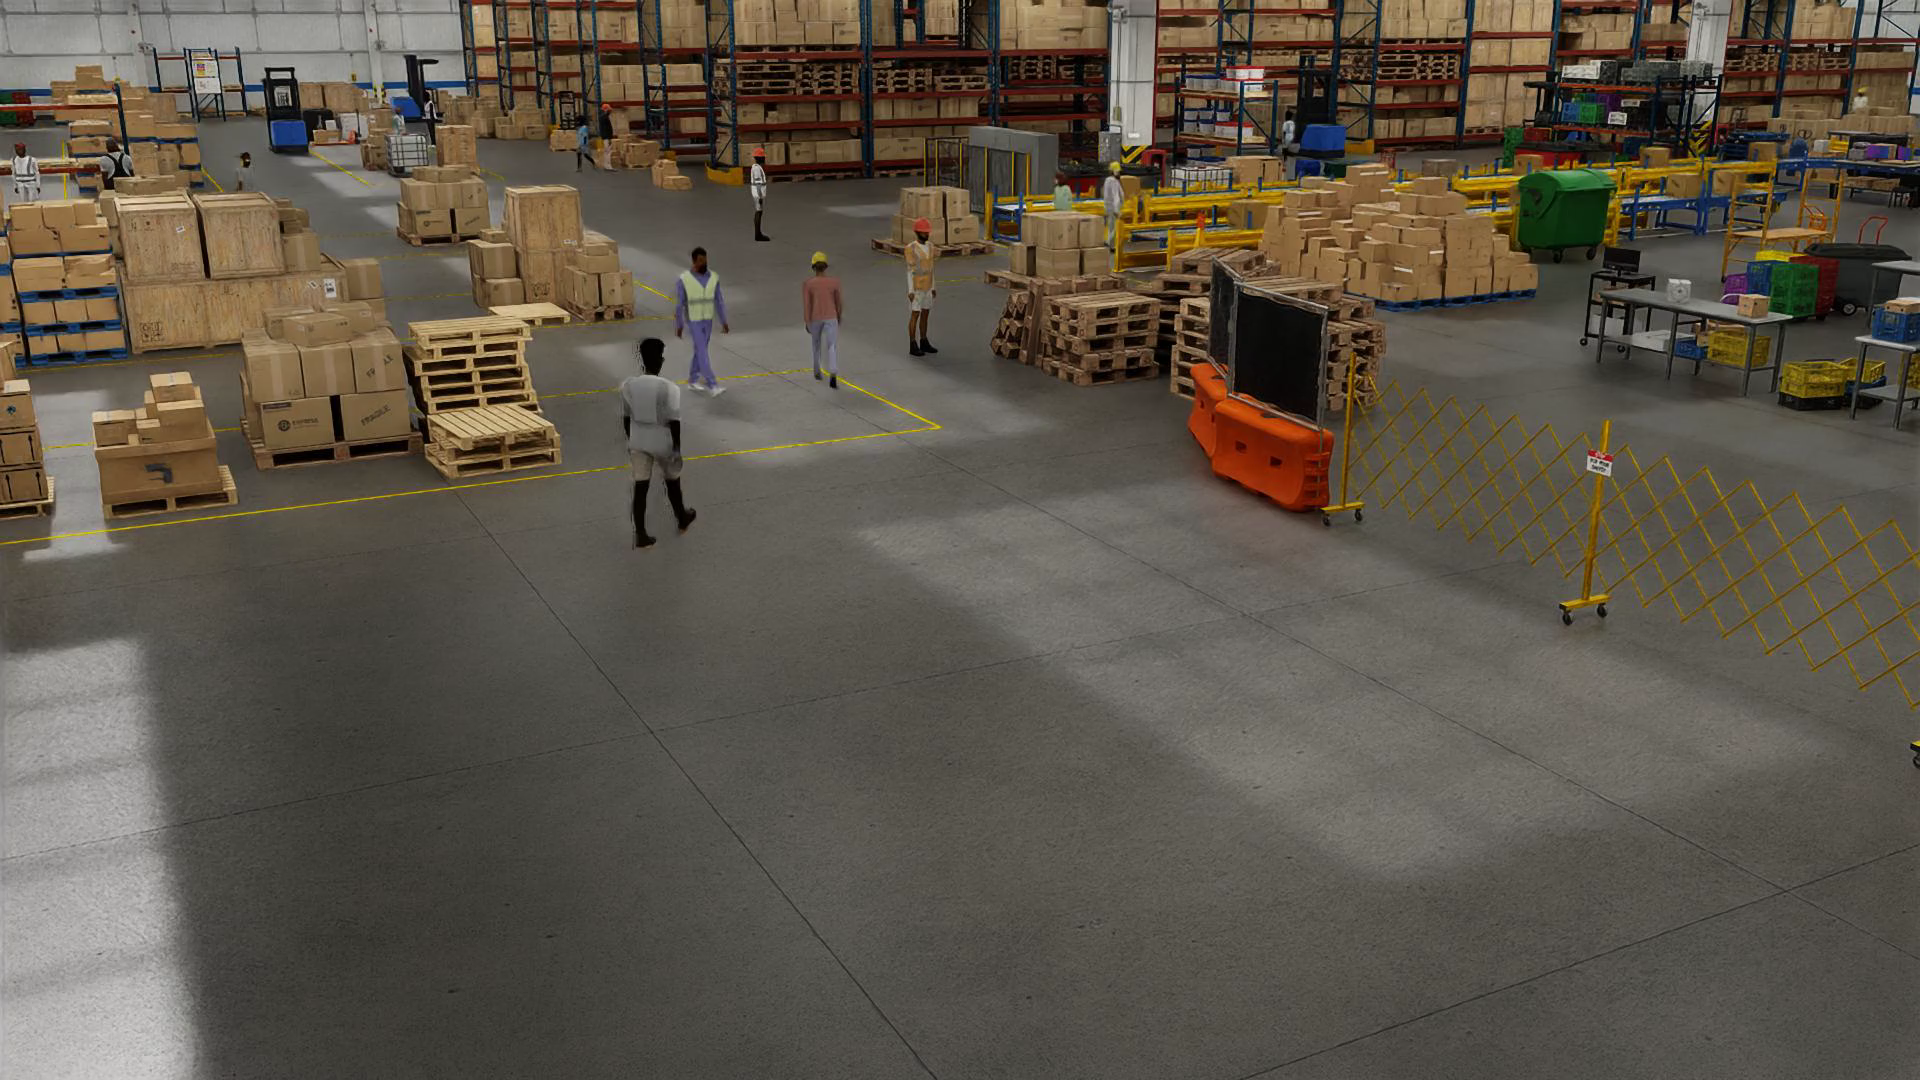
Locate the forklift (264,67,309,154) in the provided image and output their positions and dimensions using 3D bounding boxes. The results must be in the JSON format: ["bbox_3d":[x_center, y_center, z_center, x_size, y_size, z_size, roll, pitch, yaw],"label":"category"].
[{"bbox_3d":[-22.743,-14.484,55.990,1.129,2.768,1.873,-9,20,-26],"label":"forklift"}]

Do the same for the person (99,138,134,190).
[{"bbox_3d":[-18.445,-7.773,36.420,0.676,2.000,0.536,-16,24,-41],"label":"person"}]

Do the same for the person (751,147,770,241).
[{"bbox_3d":[-4.214,-7.283,35.053,0.353,1.942,0.545,-3,18,-9],"label":"person"}]

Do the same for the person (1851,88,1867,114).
[{"bbox_3d":[35.202,-16.798,65.056,0.795,1.739,0.532,-11,21,-31],"label":"person"}]

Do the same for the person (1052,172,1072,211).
[{"bbox_3d":[2.012,-6.532,33.232,0.421,1.613,0.519,-10,21,-29],"label":"person"}]

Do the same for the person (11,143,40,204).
[{"bbox_3d":[-20.767,-7.881,37.012,0.585,1.882,0.340,1,18,2],"label":"person"}]

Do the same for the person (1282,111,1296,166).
[{"bbox_3d":[10.185,-12.417,51.477,0.612,1.681,0.540,15,23,38],"label":"person"}]

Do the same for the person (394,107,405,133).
[{"bbox_3d":[-18.190,-13.302,54.340,0.685,1.614,0.538,5,18,14],"label":"person"}]

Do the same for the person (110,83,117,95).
[{"bbox_3d":[-32.985,-16.836,64.880,0.557,1.911,0.587,-15,23,-40],"label":"person"}]

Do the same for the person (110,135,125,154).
[{"bbox_3d":[-21.535,-9.563,42.651,0.384,1.622,0.530,-3,18,-9],"label":"person"}]

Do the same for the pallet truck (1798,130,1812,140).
[{"bbox_3d":[25.526,-11.556,49.408,1.630,1.274,0.653,-9,20,-26],"label":"pallet truck"}]

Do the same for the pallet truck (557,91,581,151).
[{"bbox_3d":[-13.495,-14.412,57.188,0.823,1.965,1.885,-3,18,-9],"label":"pallet truck"}]

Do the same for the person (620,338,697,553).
[{"bbox_3d":[-2.764,-0.900,15.194,0.627,1.909,0.987,5,19,16],"label":"person"}]

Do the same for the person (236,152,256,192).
[{"bbox_3d":[-15.181,-7.337,35.438,0.999,1.831,0.531,9,20,26],"label":"person"}]

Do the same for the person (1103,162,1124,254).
[{"bbox_3d":[3.060,-6.612,33.147,0.408,1.819,0.622,-4,18,-12],"label":"person"}]

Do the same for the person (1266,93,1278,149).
[{"bbox_3d":[10.890,-14.567,57.803,0.514,1.919,0.546,-9,20,-27],"label":"person"}]

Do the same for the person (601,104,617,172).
[{"bbox_3d":[-10.527,-12.003,49.680,0.376,1.995,0.612,-7,19,-22],"label":"person"}]

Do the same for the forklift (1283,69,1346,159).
[{"bbox_3d":[11.615,-13.871,54.079,1.129,2.768,1.873,-9,20,-27],"label":"forklift"}]

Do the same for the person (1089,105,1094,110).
[{"bbox_3d":[4.744,-15.825,61.884,0.633,1.820,0.694,-12,21,-32],"label":"person"}]

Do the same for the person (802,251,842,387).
[{"bbox_3d":[-1.786,-2.879,21.665,0.519,1.731,0.884,-2,18,-8],"label":"person"}]

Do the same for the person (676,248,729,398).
[{"bbox_3d":[-3.231,-2.757,21.058,0.618,1.862,0.987,-15,23,-40],"label":"person"}]

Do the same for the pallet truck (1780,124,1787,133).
[{"bbox_3d":[25.206,-12.542,52.601,1.601,1.201,0.680,0,18,-2],"label":"pallet truck"}]

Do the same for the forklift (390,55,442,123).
[{"bbox_3d":[-23.050,-19.014,70.112,1.873,2.768,1.129,-9,20,-25],"label":"forklift"}]

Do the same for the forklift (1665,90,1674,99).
[{"bbox_3d":[24.772,-14.934,57.394,1.873,2.768,1.129,-9,20,-26],"label":"forklift"}]

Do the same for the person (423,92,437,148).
[{"bbox_3d":[-18.615,-14.783,58.490,0.391,1.912,0.589,-11,21,-32],"label":"person"}]

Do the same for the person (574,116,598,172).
[{"bbox_3d":[-11.197,-11.835,49.680,0.647,1.665,0.547,-16,23,-40],"label":"person"}]

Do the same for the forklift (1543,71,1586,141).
[{"bbox_3d":[18.685,-13.231,52.085,1.873,2.768,1.129,-9,20,-26],"label":"forklift"}]

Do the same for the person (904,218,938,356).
[{"bbox_3d":[-0.530,-3.580,23.515,0.358,1.937,0.549,14,22,37],"label":"person"}]
